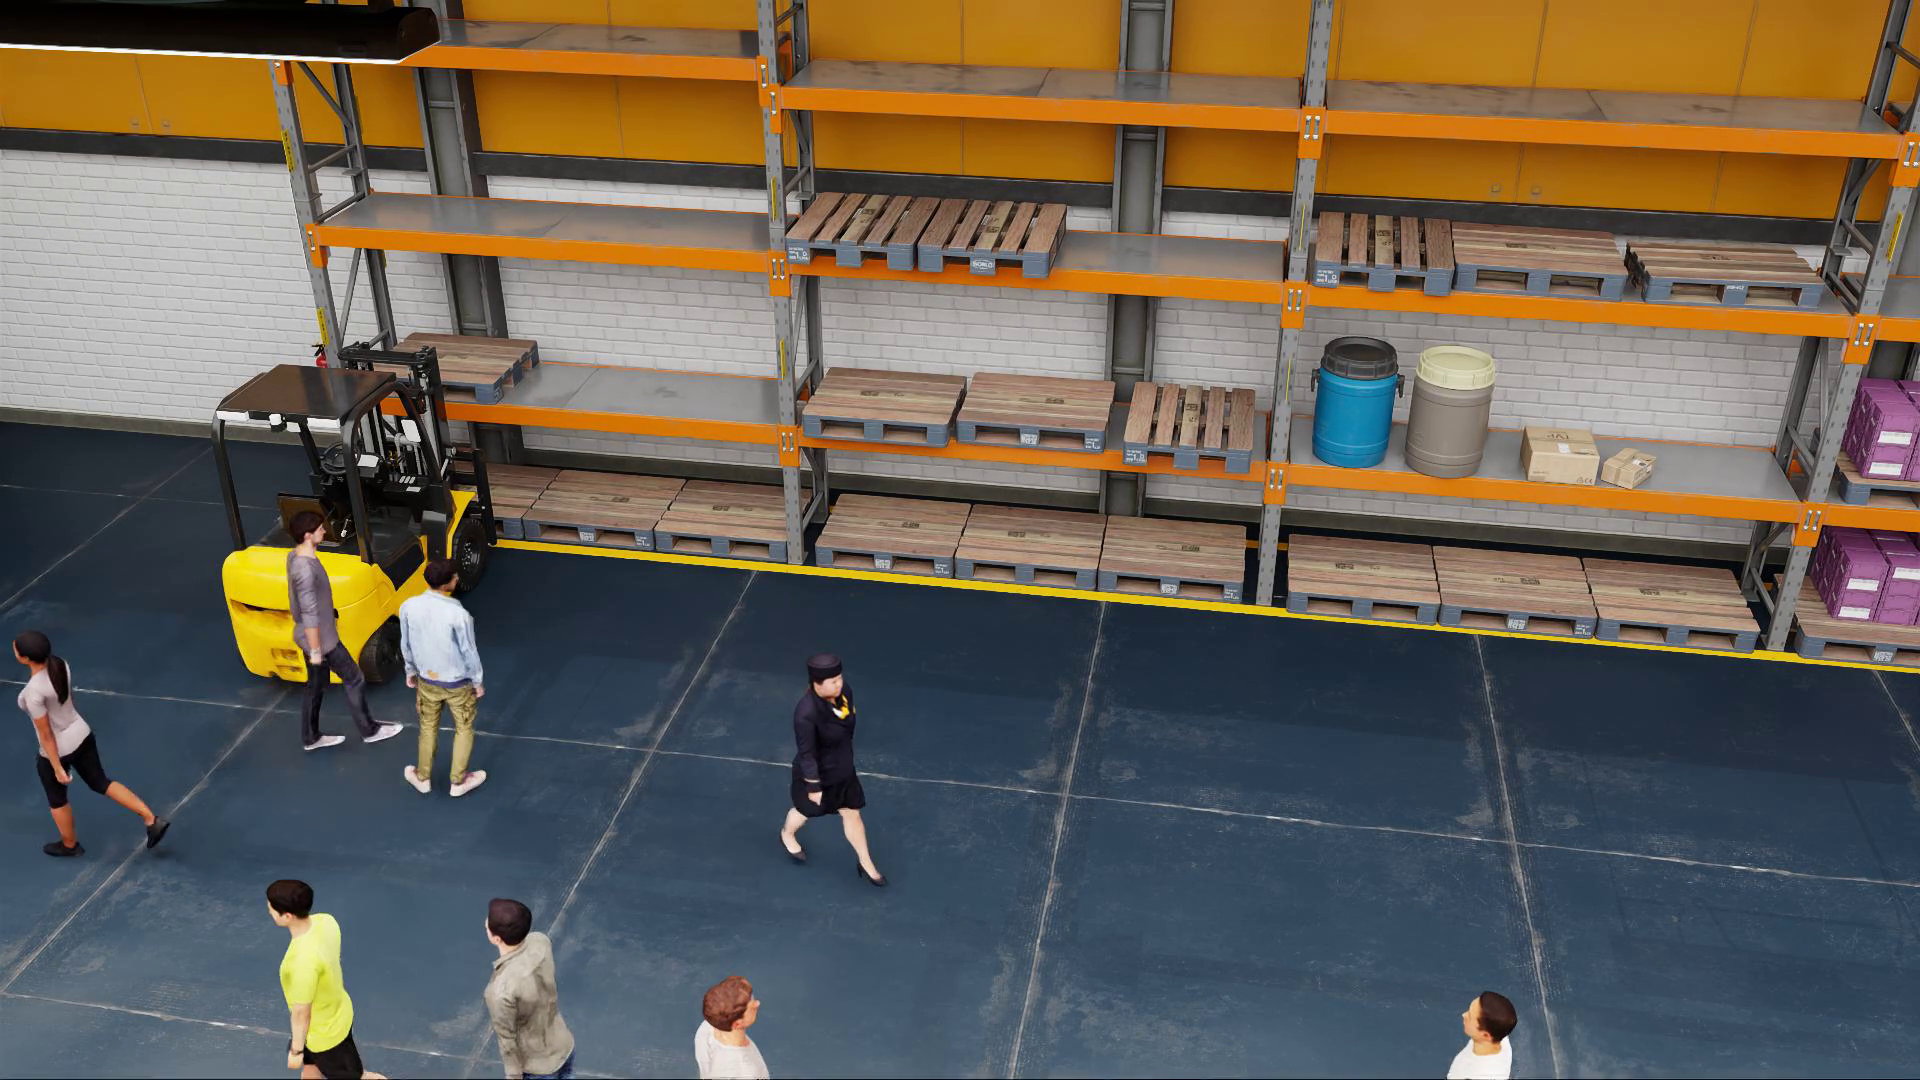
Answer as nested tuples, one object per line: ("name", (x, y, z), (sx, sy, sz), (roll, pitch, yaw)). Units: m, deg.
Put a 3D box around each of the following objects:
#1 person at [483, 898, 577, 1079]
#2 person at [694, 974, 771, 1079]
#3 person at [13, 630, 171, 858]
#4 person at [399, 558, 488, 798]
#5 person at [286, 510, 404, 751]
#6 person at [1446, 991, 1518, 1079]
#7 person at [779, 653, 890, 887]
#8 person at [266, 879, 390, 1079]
("person", (-1.992, 2.556, 8.166), (1.041, 1.833, 0.804), (8, 30, 14))
("person", (-1.023, 2.766, 7.712), (0.802, 1.898, 0.748), (-18, 33, -29))
("person", (-5.574, 1.321, 10.546), (1.114, 1.721, 0.661), (2, 29, 5))
("person", (-3.499, 0.944, 11.169), (0.506, 1.785, 0.928), (0, 29, 0))
("person", (-4.576, 0.685, 11.603), (1.069, 1.825, 0.991), (-14, 32, -24))
("person", (2.448, 2.828, 7.723), (1.159, 1.778, 0.810), (11, 31, 20))
("person", (-0.912, 1.428, 10.447), (1.189, 1.629, 0.988), (18, 33, 30))
("person", (-3.176, 2.449, 8.525), (1.177, 1.676, 0.913), (-6, 29, -11))
